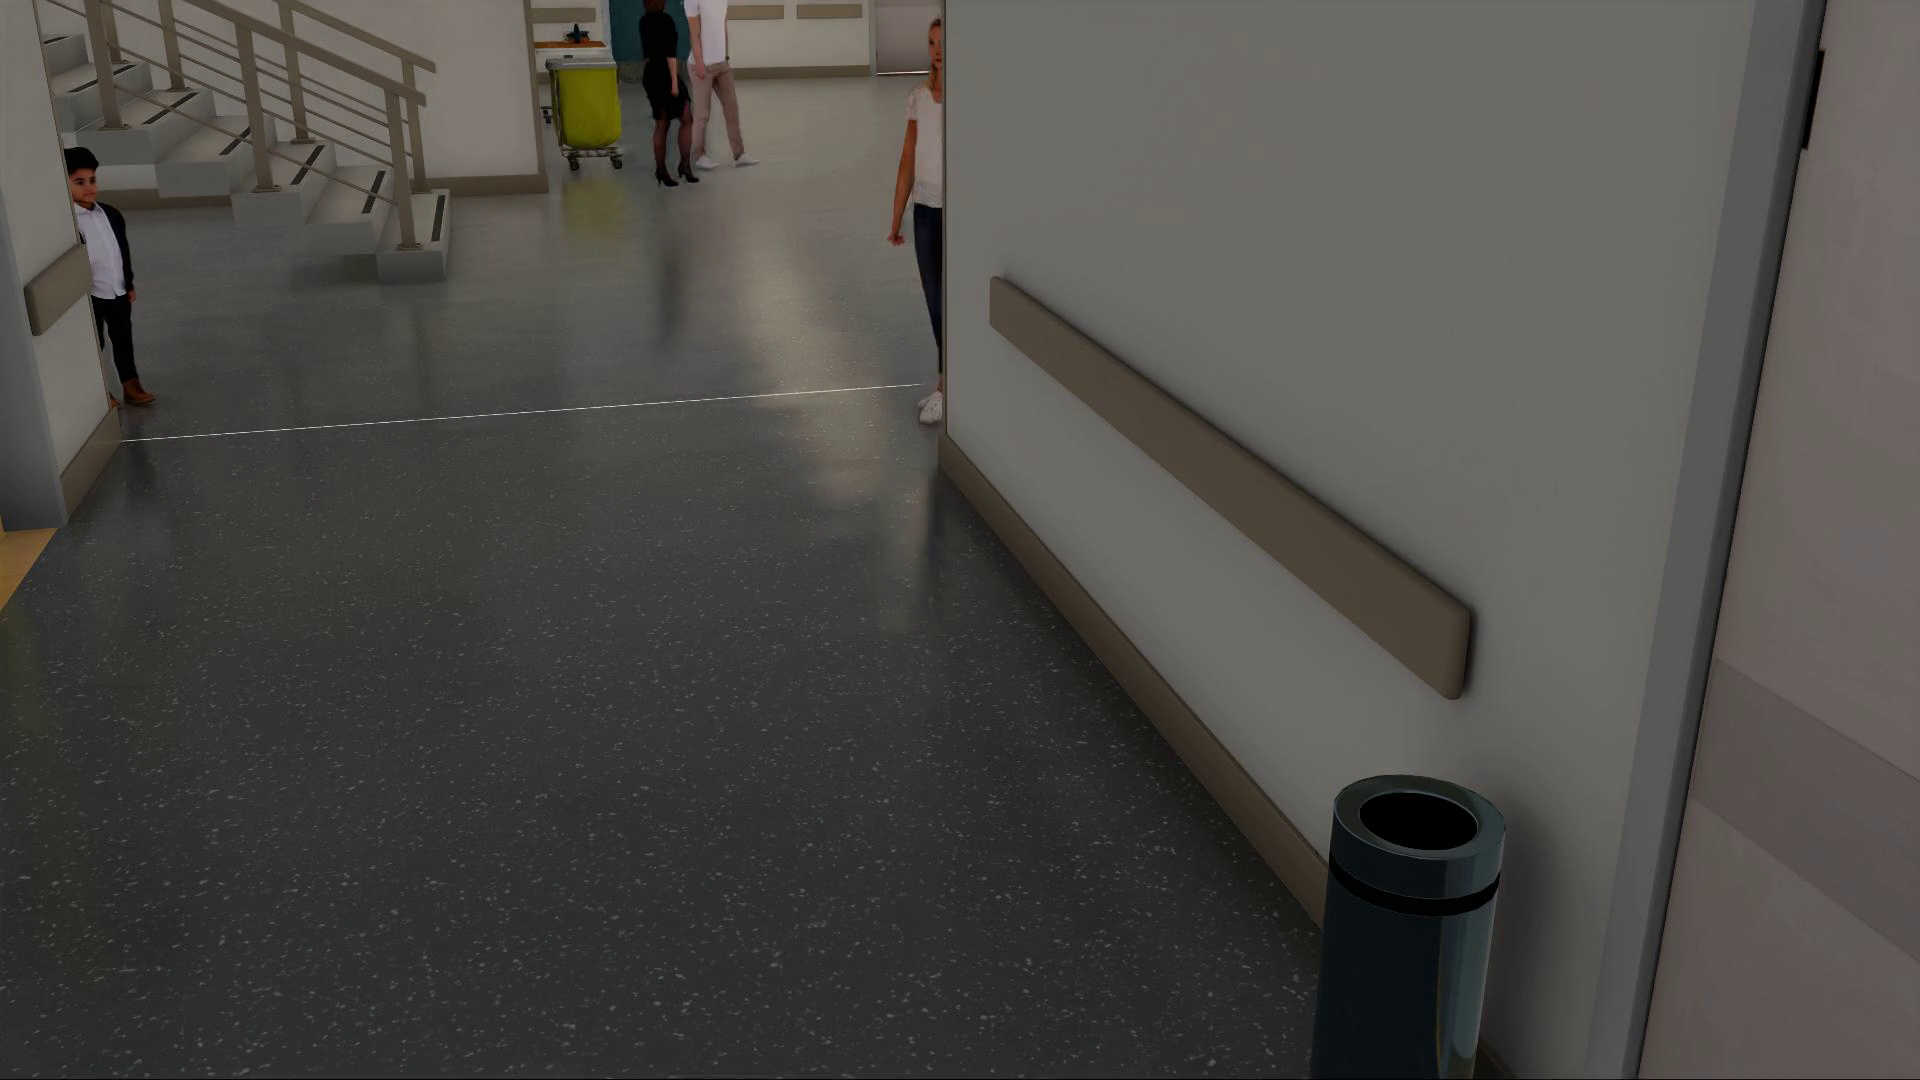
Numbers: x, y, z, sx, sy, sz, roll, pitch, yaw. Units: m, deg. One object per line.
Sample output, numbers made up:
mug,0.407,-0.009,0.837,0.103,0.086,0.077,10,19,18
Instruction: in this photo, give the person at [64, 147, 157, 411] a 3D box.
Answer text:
person,-4.029,-1.214,7.768,0.636,1.223,0.572,13,24,30

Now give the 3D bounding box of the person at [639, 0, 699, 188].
person,-2.569,-3.810,13.978,0.802,1.678,0.768,-18,27,-40

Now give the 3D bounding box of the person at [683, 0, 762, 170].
person,-2.313,-4.266,14.923,1.050,1.861,1.022,15,25,34
